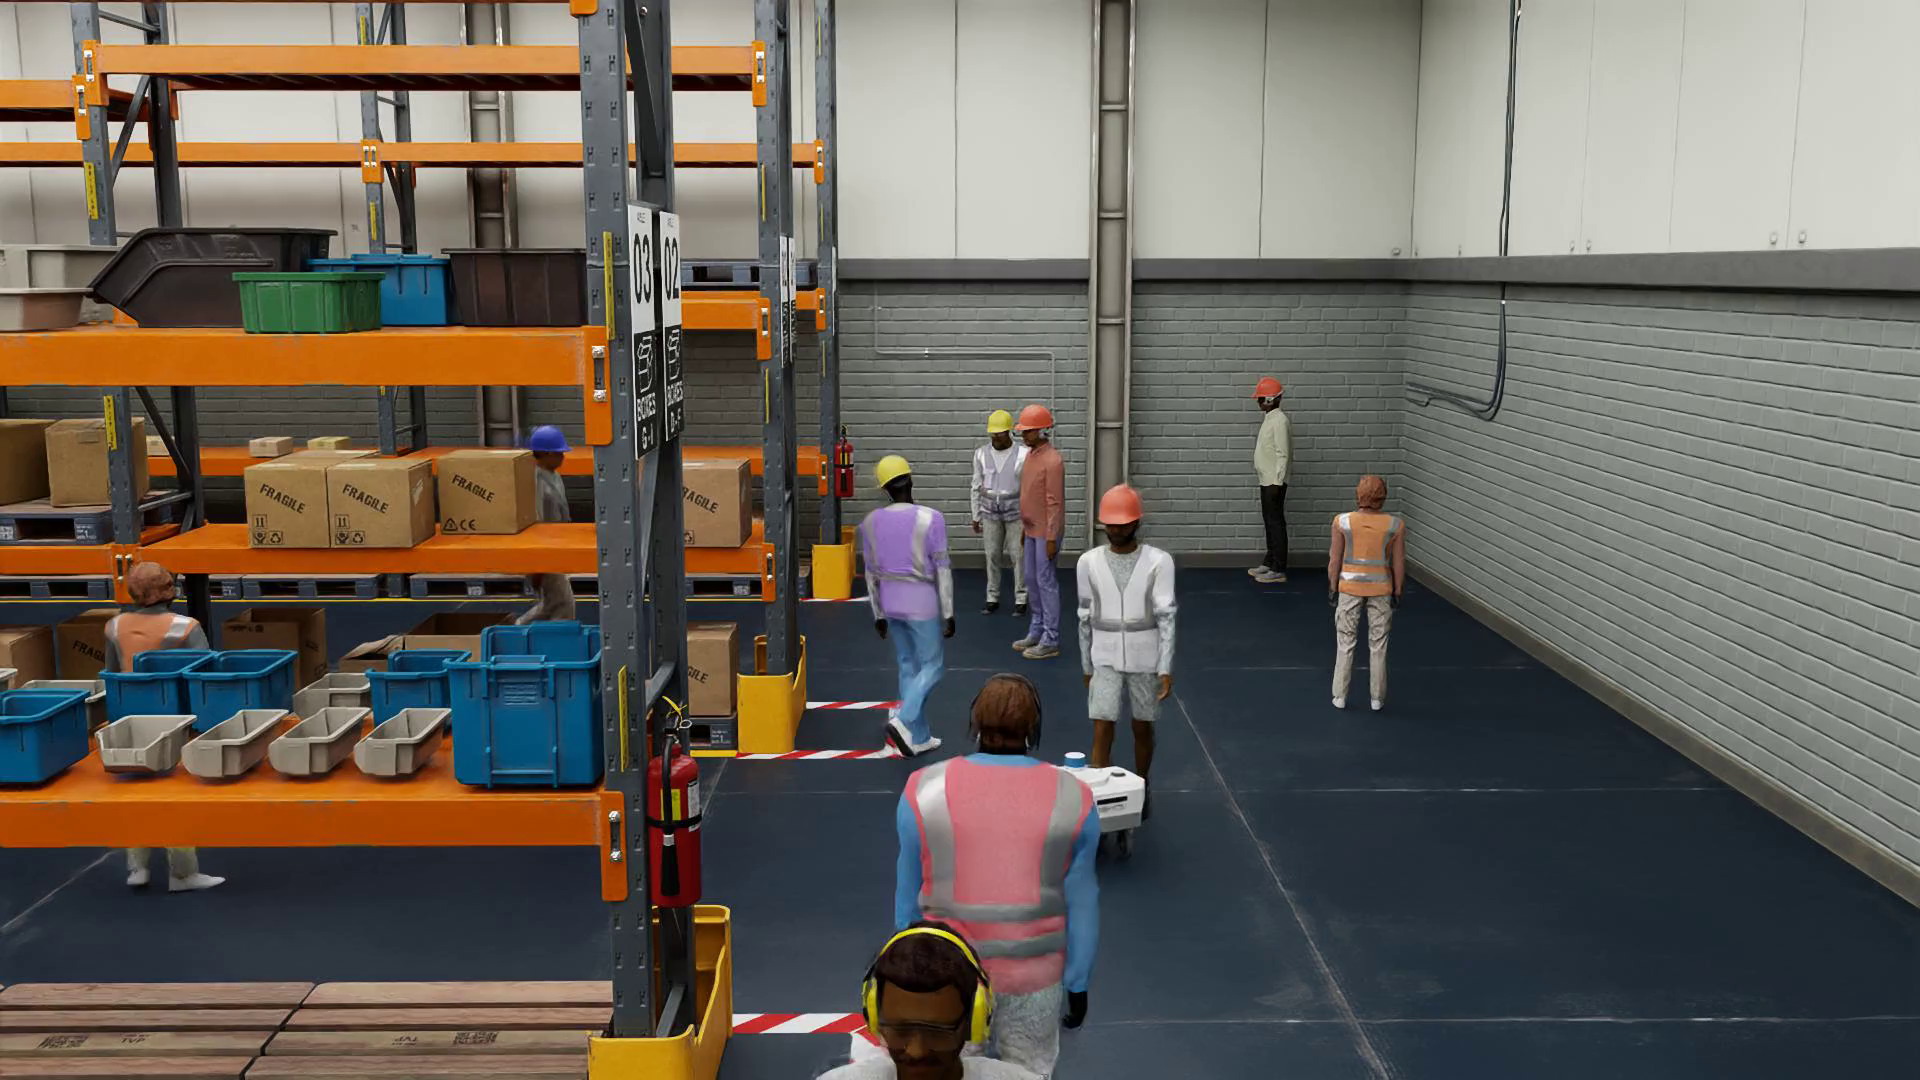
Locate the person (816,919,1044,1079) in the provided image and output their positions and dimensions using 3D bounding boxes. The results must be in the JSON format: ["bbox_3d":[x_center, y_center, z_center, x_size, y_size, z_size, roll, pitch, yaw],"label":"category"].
[{"bbox_3d":[-0.065,1.589,3.345,0.519,1.837,0.918,1,9,6],"label":"person"}]

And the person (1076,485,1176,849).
[{"bbox_3d":[0.875,0.648,8.910,0.550,1.900,0.860,2,9,12],"label":"person"}]

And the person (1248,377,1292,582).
[{"bbox_3d":[3.013,-0.583,16.155,0.397,1.986,0.623,0,9,-1],"label":"person"}]

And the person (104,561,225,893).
[{"bbox_3d":[-3.859,0.916,8.094,0.658,1.627,0.346,2,9,10],"label":"person"}]

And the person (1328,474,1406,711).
[{"bbox_3d":[2.788,0.368,11.426,0.519,1.633,0.312,2,9,12],"label":"person"}]

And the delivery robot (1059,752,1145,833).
[{"bbox_3d":[0.590,1.332,8.513,0.707,0.478,0.477,-4,10,-26],"label":"delivery robot"}]

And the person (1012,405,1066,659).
[{"bbox_3d":[0.616,-0.070,13.027,0.419,1.985,0.619,-3,10,-17],"label":"person"}]

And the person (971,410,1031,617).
[{"bbox_3d":[0.381,-0.233,14.546,0.600,1.819,0.405,3,10,18],"label":"person"}]

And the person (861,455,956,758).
[{"bbox_3d":[-0.346,0.426,10.266,0.635,1.886,0.550,6,11,31],"label":"person"}]

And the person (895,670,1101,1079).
[{"bbox_3d":[0.115,1.314,5.048,0.630,1.821,0.675,0,9,0],"label":"person"}]
